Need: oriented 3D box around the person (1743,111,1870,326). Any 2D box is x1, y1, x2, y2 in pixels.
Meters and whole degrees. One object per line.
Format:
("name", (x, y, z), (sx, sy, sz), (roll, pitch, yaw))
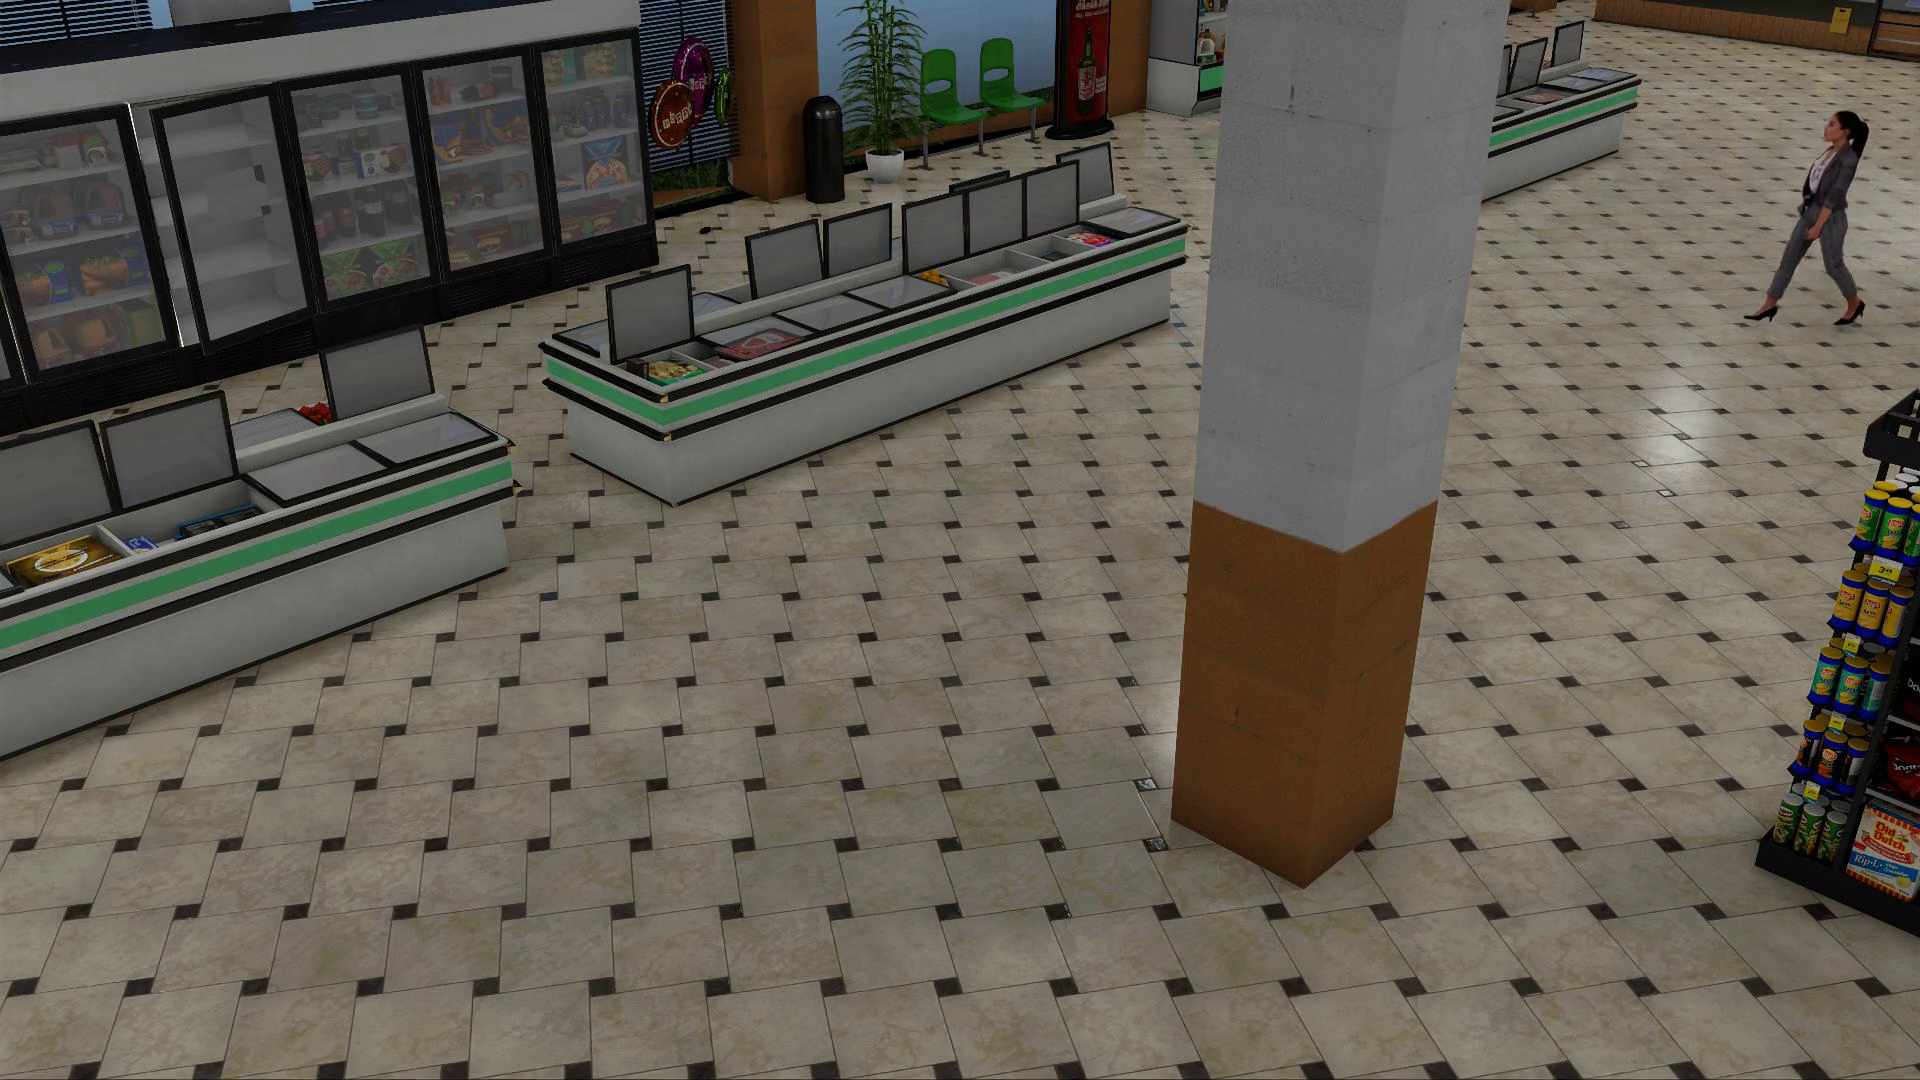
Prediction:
("person", (6.634, -2.378, 12.608), (1.122, 1.638, 1.071), (0, 27, 1))
